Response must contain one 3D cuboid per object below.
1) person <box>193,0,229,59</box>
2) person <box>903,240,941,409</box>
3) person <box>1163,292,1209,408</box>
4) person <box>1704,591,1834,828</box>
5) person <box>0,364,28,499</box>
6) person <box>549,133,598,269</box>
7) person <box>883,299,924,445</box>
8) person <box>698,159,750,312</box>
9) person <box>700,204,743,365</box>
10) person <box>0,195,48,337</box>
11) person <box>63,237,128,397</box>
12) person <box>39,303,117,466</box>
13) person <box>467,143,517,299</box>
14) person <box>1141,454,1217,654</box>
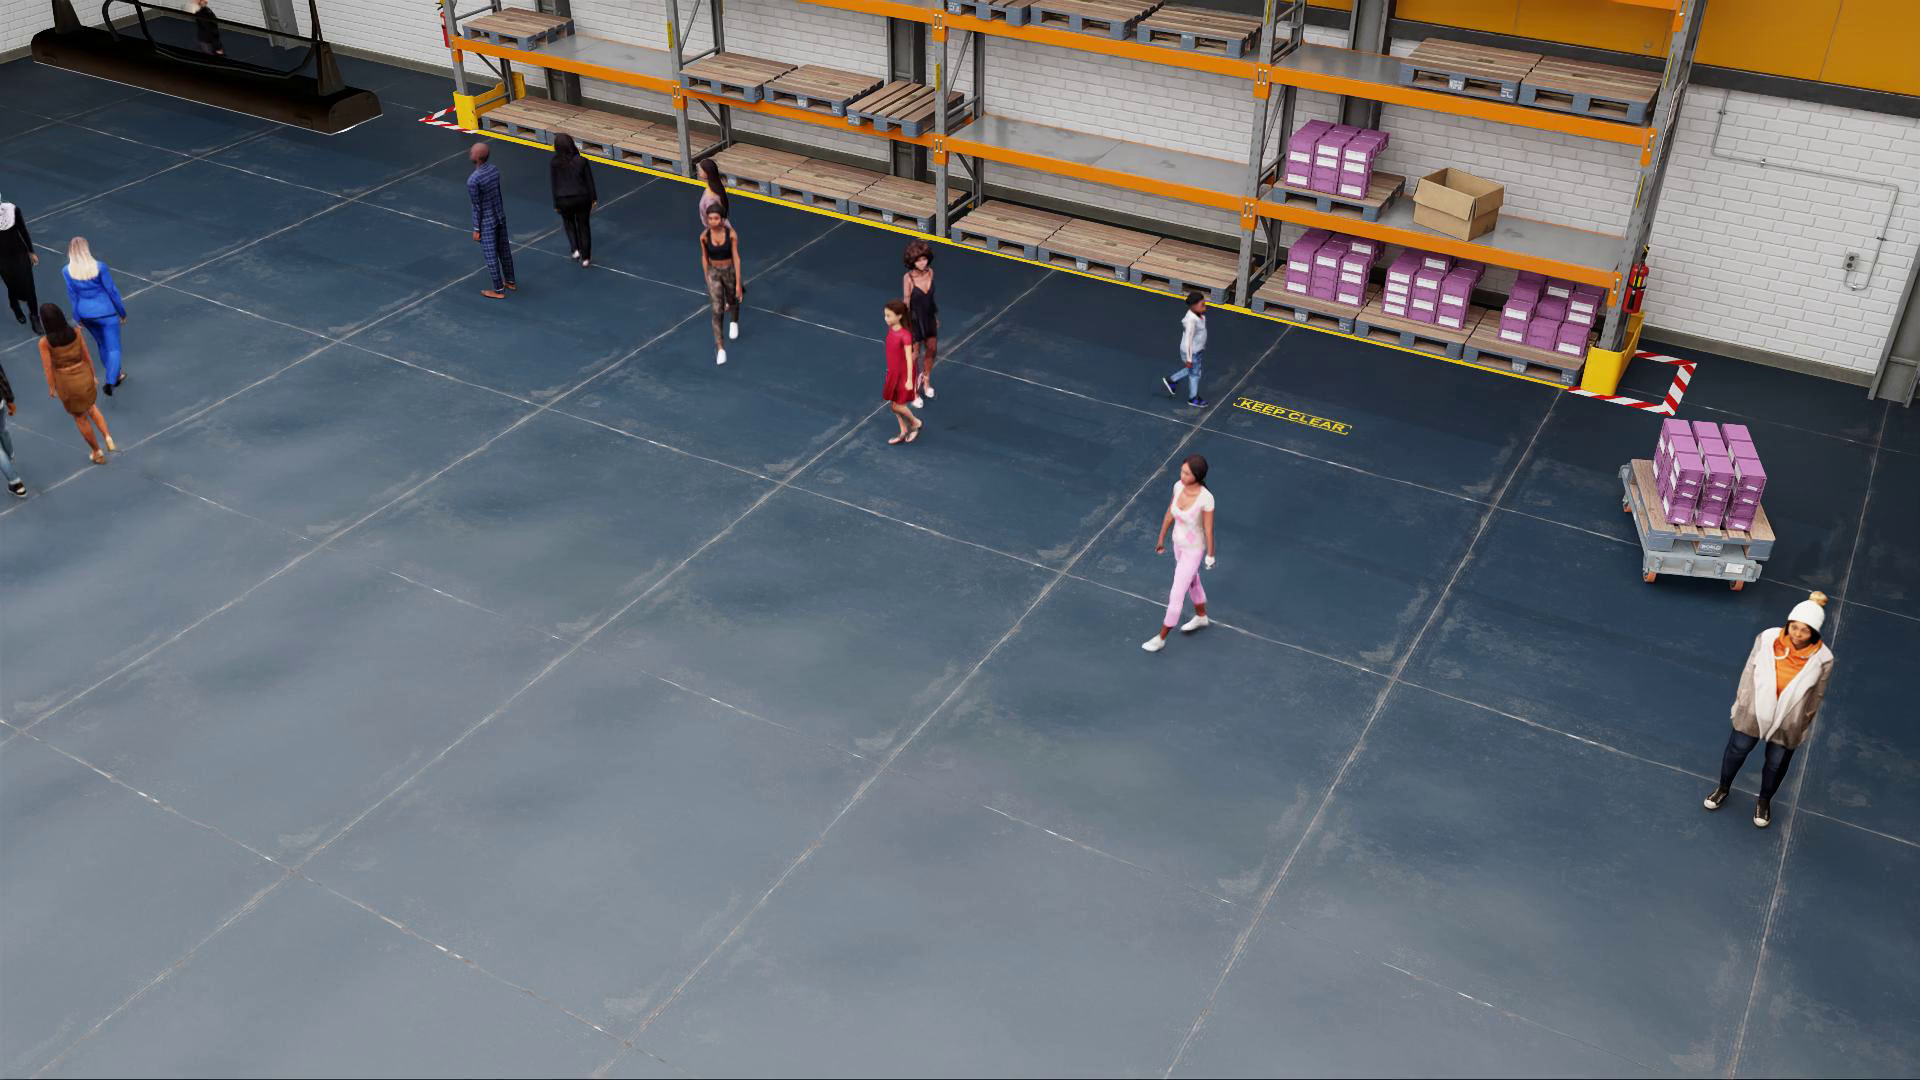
[{"bbox_3d":[-11.146,-7.320,24.622,0.856,1.646,0.806,-15,37,-21],"label":"person"},{"bbox_3d":[-0.401,-2.196,16.782,0.657,1.791,0.669,-27,42,-34],"label":"person"},{"bbox_3d":[2.321,-1.957,16.914,0.760,1.247,0.552,12,36,18],"label":"person"},{"bbox_3d":[5.715,1.160,11.643,0.592,1.890,0.742,19,38,27],"label":"person"},{"bbox_3d":[-8.950,-1.200,15.296,1.149,1.777,0.782,26,42,33],"label":"person"},{"bbox_3d":[-4.559,-3.973,19.633,0.791,1.595,0.858,-6,34,-9],"label":"person"},{"bbox_3d":[-0.516,-1.640,16.174,0.760,1.539,0.726,-20,39,-27],"label":"person"},{"bbox_3d":[-2.595,-3.369,18.540,0.828,1.798,0.767,4,34,6],"label":"person"},{"bbox_3d":[-2.521,-2.826,17.859,1.156,1.649,1.081,-2,34,-3],"label":"person"},{"bbox_3d":[-10.362,-3.077,18.126,0.807,1.771,0.714,27,42,35],"label":"person"},{"bbox_3d":[-8.788,-2.220,16.925,1.052,1.673,1.054,-6,34,-9],"label":"person"},{"bbox_3d":[-8.336,-1.447,15.756,0.598,1.679,0.563,19,38,26],"label":"person"},{"bbox_3d":[-5.350,-3.655,18.953,0.629,1.817,0.677,13,36,19],"label":"person"},{"bbox_3d":[1.920,0.058,13.463,0.967,1.712,1.047,-20,38,-27],"label":"person"}]
